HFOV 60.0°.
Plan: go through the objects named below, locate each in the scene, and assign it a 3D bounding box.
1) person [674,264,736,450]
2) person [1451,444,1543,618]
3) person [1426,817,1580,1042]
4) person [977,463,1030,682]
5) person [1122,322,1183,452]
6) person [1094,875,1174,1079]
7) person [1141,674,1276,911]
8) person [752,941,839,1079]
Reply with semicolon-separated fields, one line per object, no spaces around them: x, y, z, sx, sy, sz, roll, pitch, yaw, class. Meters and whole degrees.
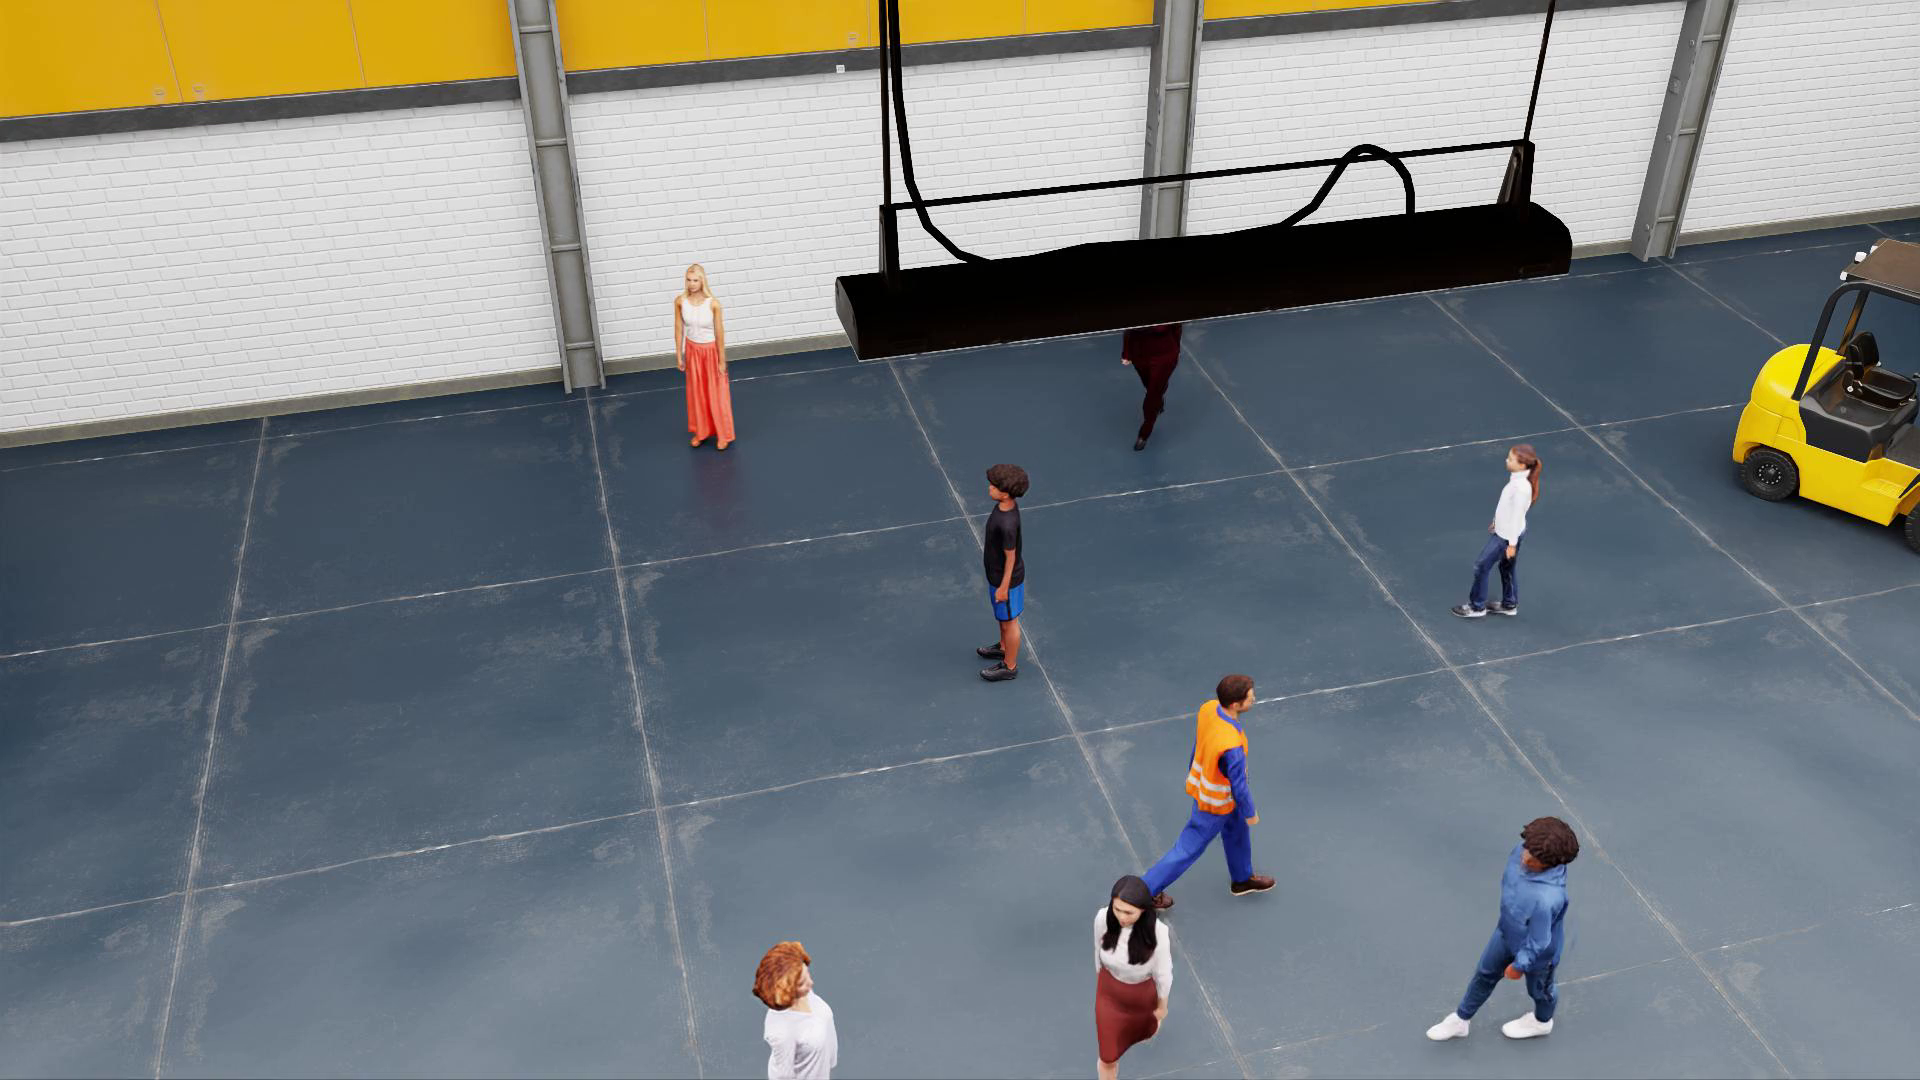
-2.291;-1.651;14.941;0.680;1.799;0.781;8;34;12;person
4.289;-0.037;12.747;0.832;1.539;0.730;8;34;12;person
3.207;2.170;9.224;1.006;1.765;0.735;-2;34;-2;person
0.331;0.223;12.122;0.636;1.798;0.659;-2;34;-3;person
1.797;-1.714;15.138;1.194;1.686;1.186;12;35;17;person
0.933;2.402;8.911;1.070;1.725;1.075;13;36;19;person
1.447;1.593;10.049;1.251;1.811;0.827;-4;34;-5;person
-0.851;2.707;8.462;0.735;1.713;0.729;5;34;7;person
